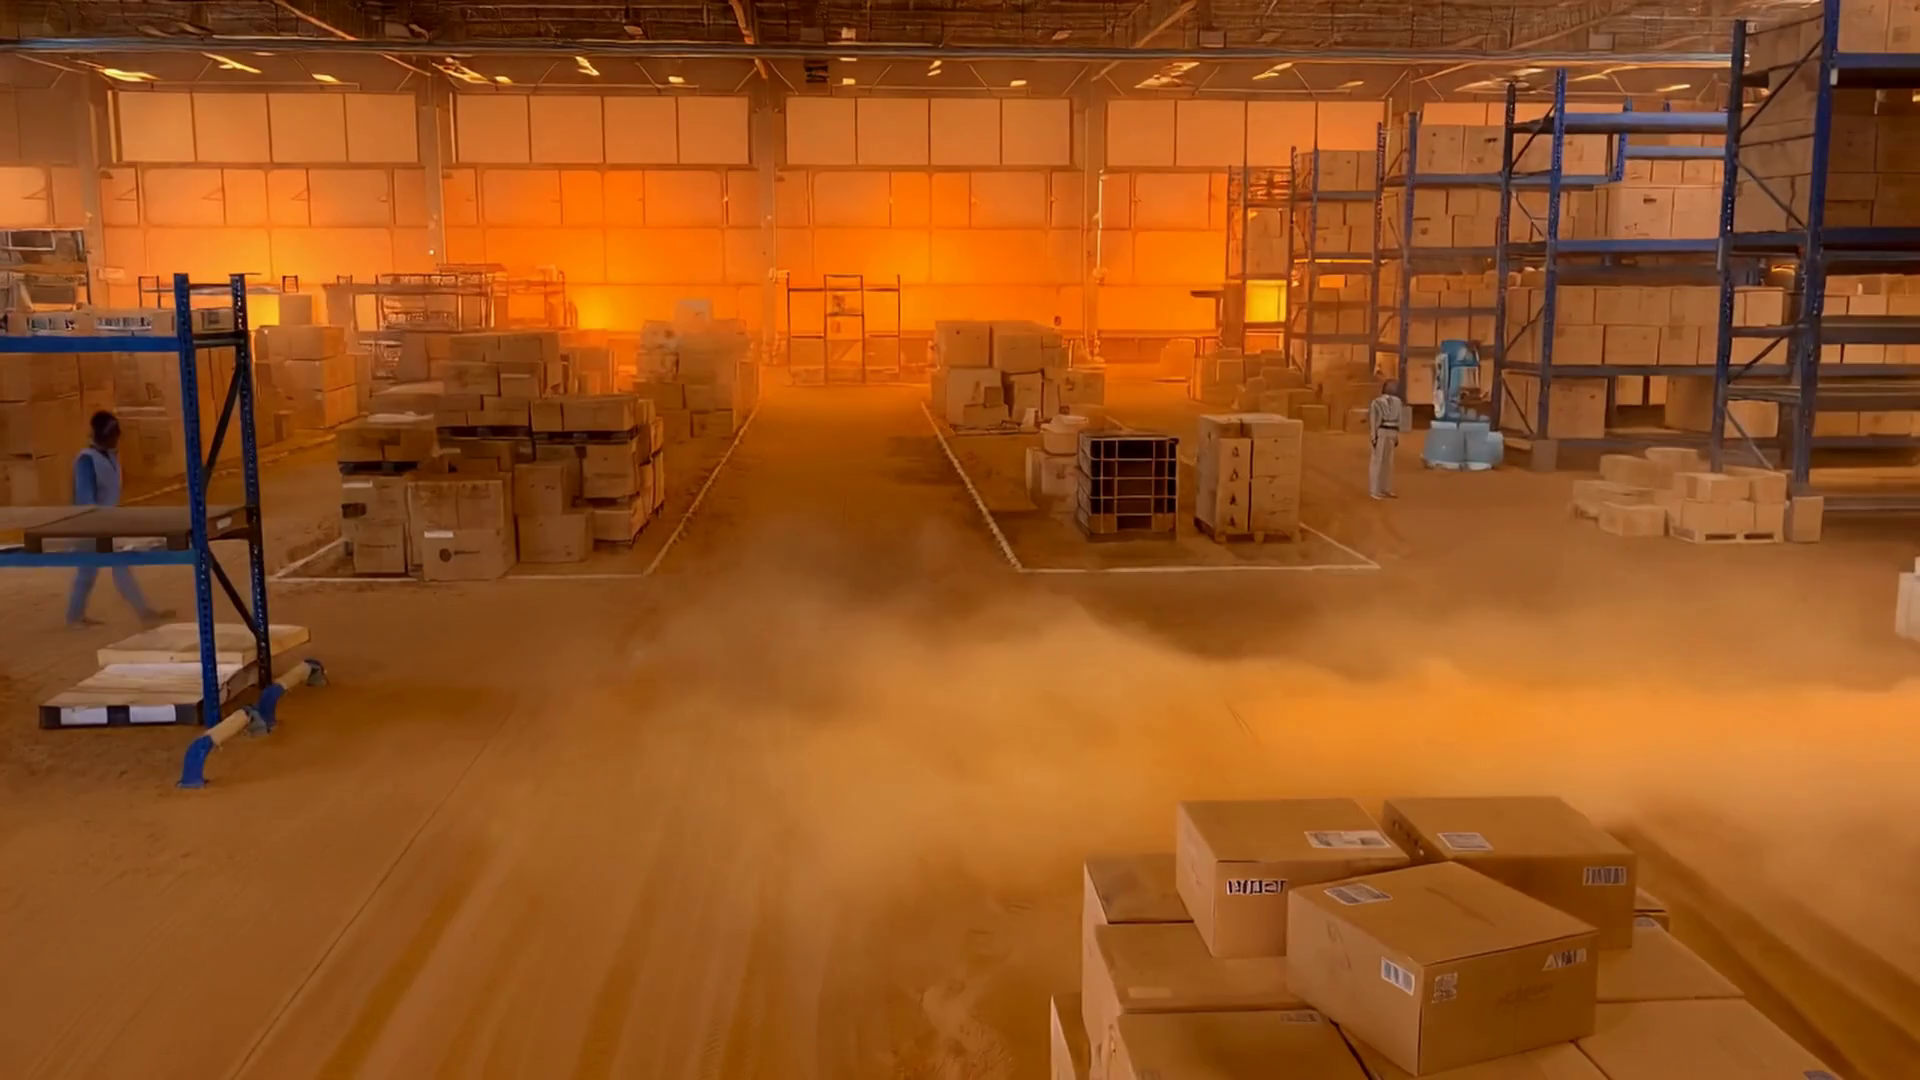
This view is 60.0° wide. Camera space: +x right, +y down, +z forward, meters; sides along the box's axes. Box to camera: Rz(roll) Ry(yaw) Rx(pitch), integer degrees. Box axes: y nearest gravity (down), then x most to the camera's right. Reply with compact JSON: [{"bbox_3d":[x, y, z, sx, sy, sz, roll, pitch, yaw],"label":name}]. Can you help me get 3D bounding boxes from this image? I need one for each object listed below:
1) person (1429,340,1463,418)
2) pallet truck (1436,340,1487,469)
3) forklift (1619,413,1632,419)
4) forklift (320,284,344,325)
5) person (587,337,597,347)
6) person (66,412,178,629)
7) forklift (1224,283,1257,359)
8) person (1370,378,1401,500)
[{"bbox_3d":[8.927,-2.767,30.656,0.621,1.845,0.430,-3,9,-17],"label":"person"},{"bbox_3d":[8.004,-2.170,26.422,0.823,1.965,1.885,2,9,14],"label":"pallet truck"},{"bbox_3d":[13.355,-4.022,35.286,1.129,2.768,1.873,-1,9,-4],"label":"forklift"},{"bbox_3d":[-14.446,-4.536,38.514,1.873,2.768,1.129,-2,9,-11],"label":"forklift"},{"bbox_3d":[-8.351,-3.819,37.953,0.550,1.609,0.718,3,10,18],"label":"person"},{"bbox_3d":[-7.233,-0.158,14.200,1.001,1.861,0.613,-1,9,-7],"label":"person"},{"bbox_3d":[7.022,-5.186,42.591,1.873,2.768,1.129,-1,9,-4],"label":"forklift"},{"bbox_3d":[5.745,-1.362,22.465,0.514,1.640,0.310,-6,11,-32],"label":"person"}]
